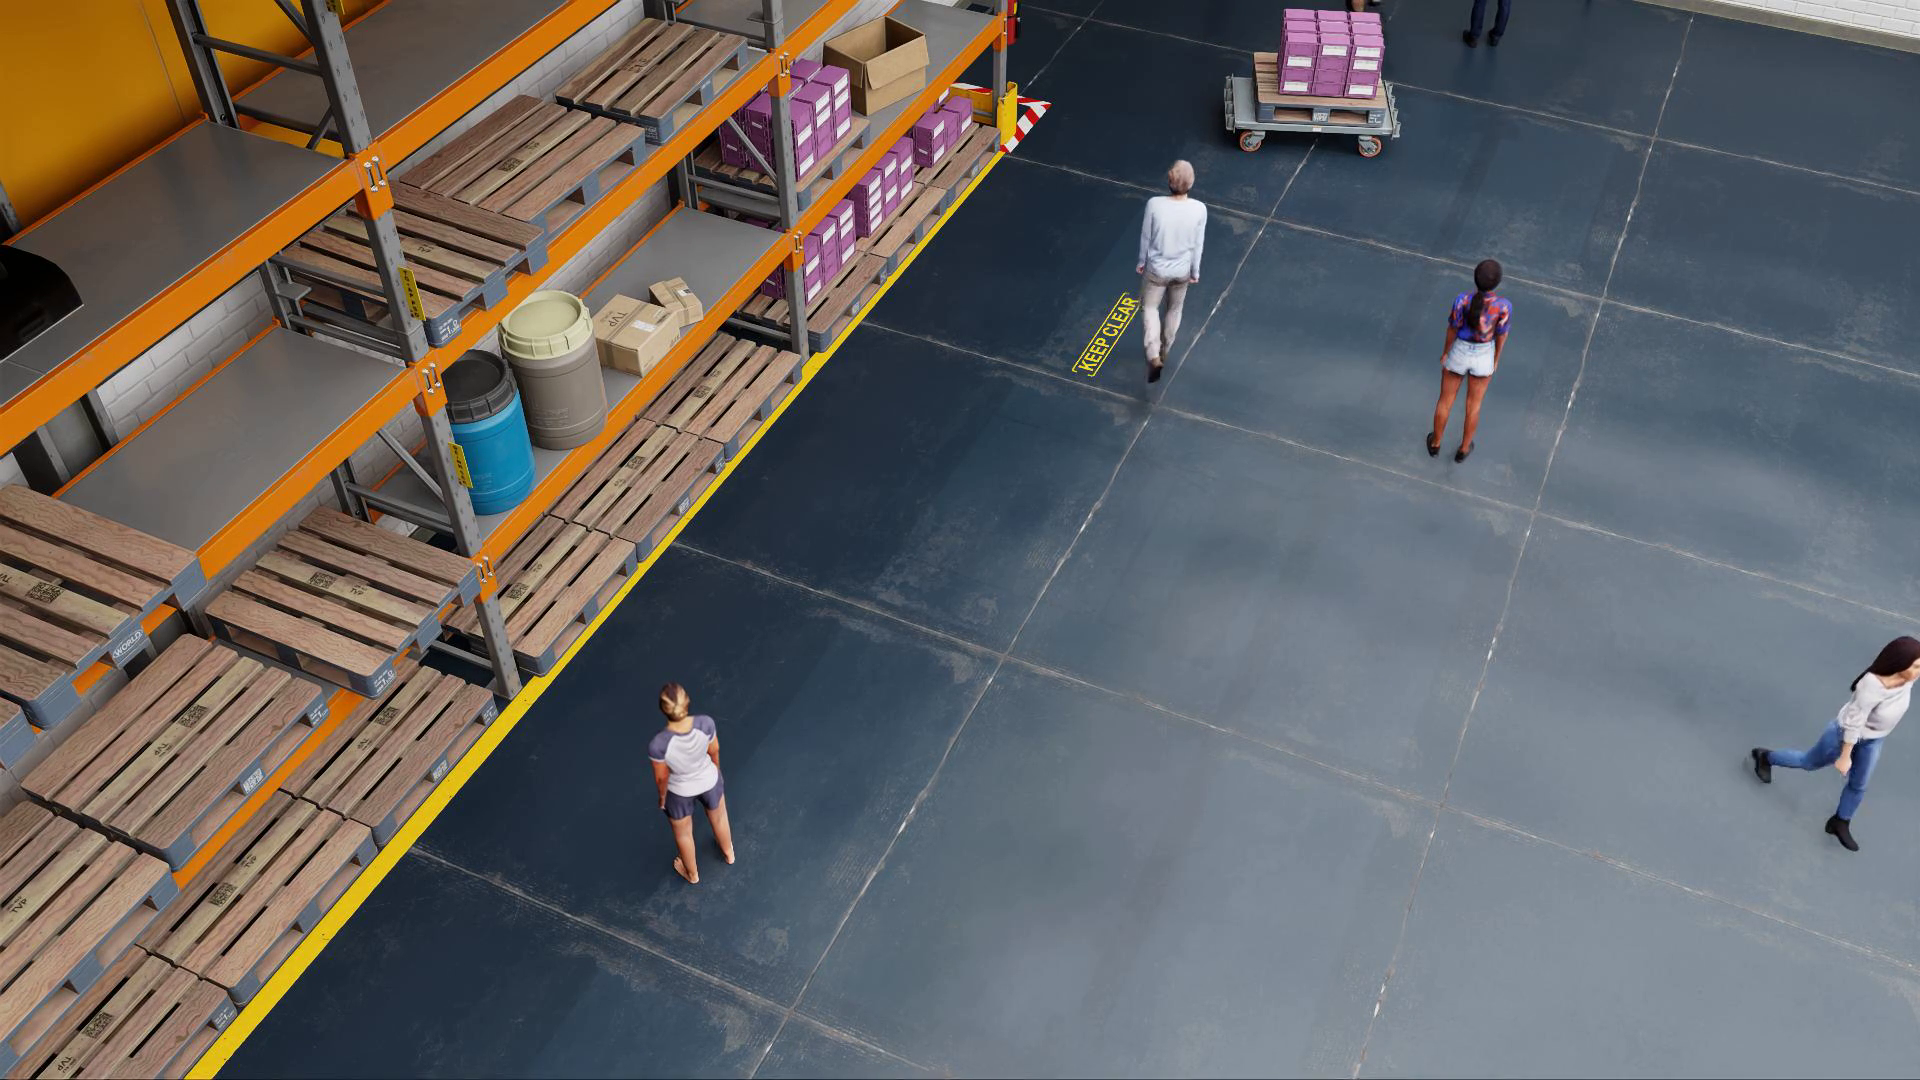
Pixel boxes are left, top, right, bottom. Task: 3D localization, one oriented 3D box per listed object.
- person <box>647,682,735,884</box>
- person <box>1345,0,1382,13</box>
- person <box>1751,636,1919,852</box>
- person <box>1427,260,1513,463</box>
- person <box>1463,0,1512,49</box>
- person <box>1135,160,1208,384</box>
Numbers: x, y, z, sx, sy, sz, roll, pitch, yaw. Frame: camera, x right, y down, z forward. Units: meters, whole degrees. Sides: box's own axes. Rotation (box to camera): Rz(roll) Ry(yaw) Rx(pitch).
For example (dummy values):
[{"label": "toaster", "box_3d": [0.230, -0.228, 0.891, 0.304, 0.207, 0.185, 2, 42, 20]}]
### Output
[{"label": "person", "box_3d": [-1.547, 1.397, 9.562, 0.642, 1.624, 0.737, -23, 48, -22]}, {"label": "person", "box_3d": [4.406, -6.423, 17.624, 0.814, 1.826, 0.868, -12, 45, -12]}, {"label": "person", "box_3d": [5.224, 1.114, 9.877, 1.057, 1.600, 1.062, -19, 47, -19]}, {"label": "person", "box_3d": [3.780, -1.332, 12.340, 0.613, 1.744, 0.546, 13, 45, 13]}, {"label": "person", "box_3d": [5.585, -6.003, 17.138, 0.742, 1.889, 0.741, -2, 44, -2]}, {"label": "person", "box_3d": [1.629, -2.068, 13.017, 0.905, 1.875, 1.162, 4, 44, 4]}]
